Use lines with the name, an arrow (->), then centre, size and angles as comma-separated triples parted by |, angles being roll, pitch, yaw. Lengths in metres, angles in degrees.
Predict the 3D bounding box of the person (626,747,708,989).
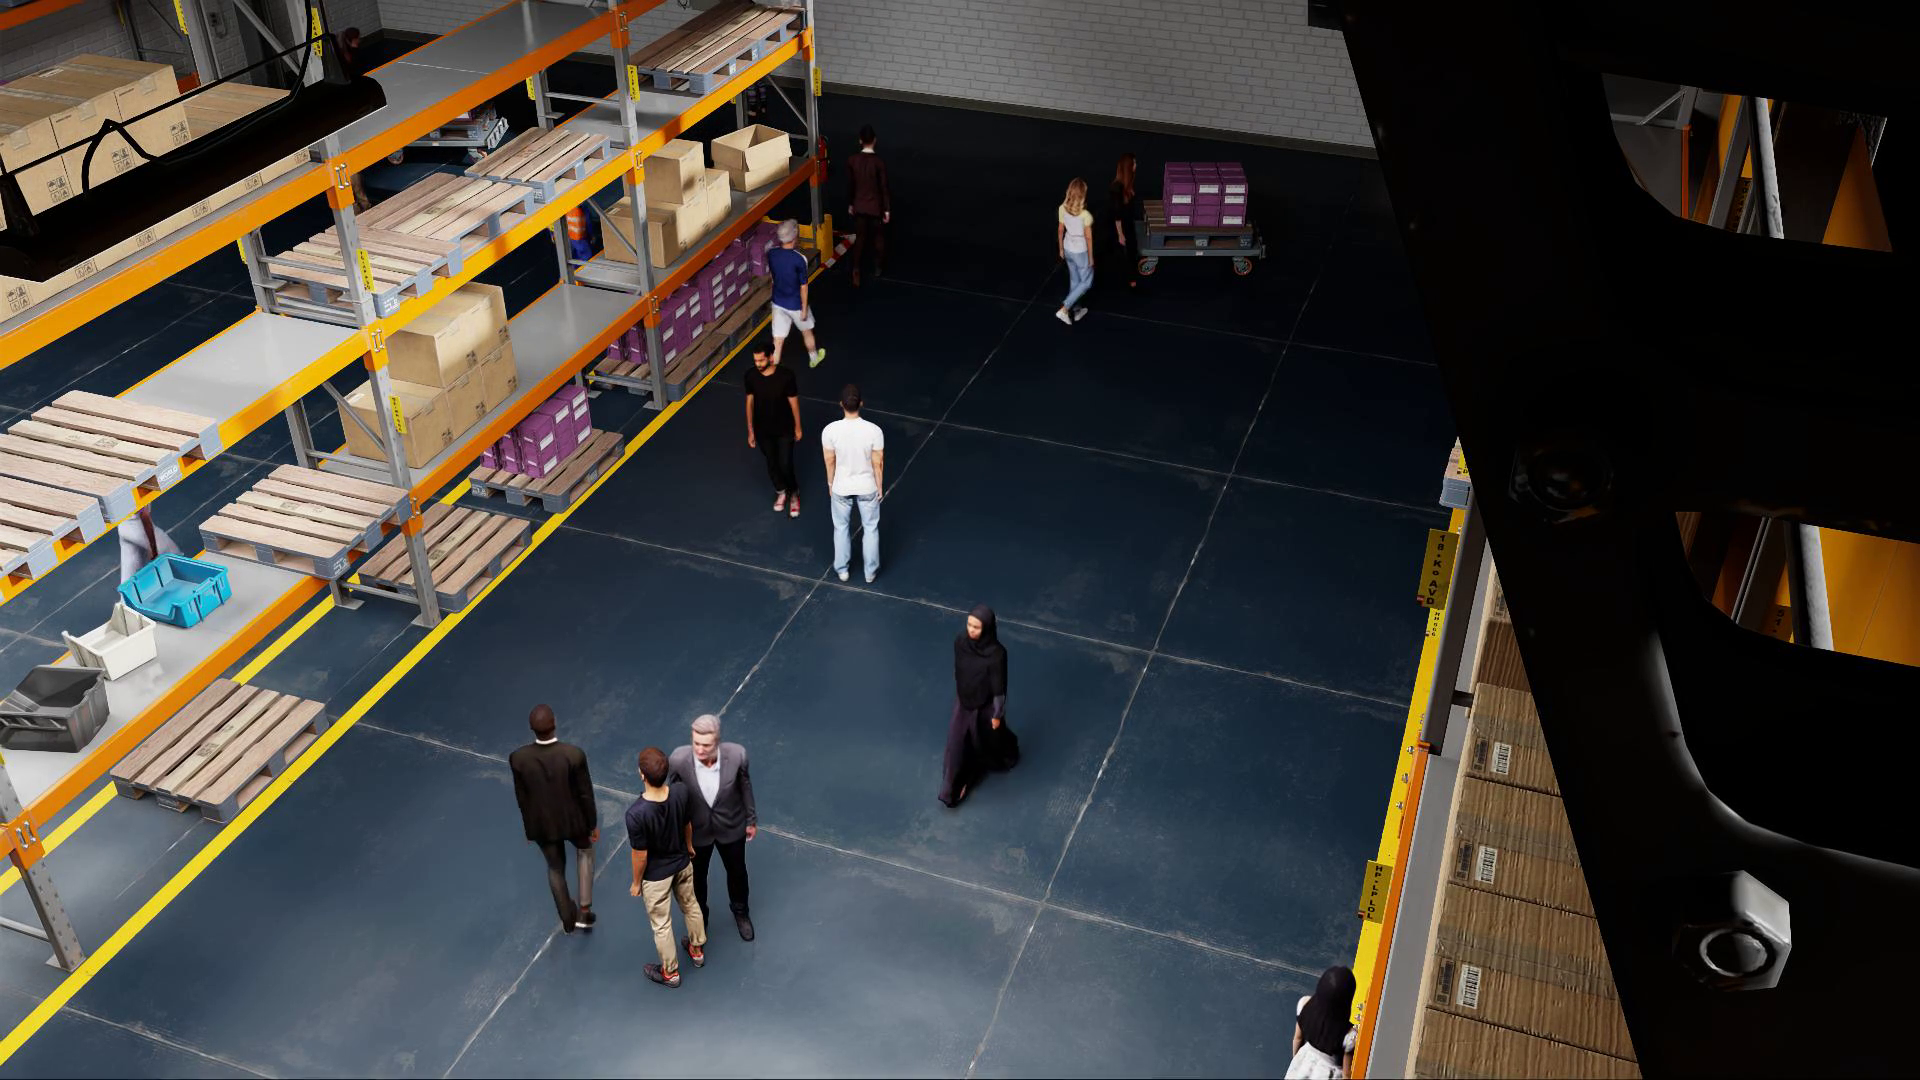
person -> -1.837, 2.036, 10.381 | 0.764, 1.859, 0.592 | 26, 41, 33

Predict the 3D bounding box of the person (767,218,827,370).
person -> -1.799, -2.376, 17.081 | 0.616, 1.789, 1.145 | 12, 35, 17

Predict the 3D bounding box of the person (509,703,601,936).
person -> -2.581, 1.876, 10.684 | 0.807, 1.789, 0.855 | -4, 34, -6

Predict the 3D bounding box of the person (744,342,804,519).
person -> -1.681, -1.060, 15.150 | 0.703, 1.734, 0.727 | 4, 34, 6

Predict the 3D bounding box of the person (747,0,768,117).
person -> -3.022, -7.045, 24.157 | 0.632, 1.732, 0.737 | -22, 40, -30

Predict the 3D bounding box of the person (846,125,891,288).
person -> -1.083, -3.822, 19.215 | 0.756, 1.836, 1.089 | 10, 35, 14

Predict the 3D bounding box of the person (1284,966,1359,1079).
person -> 1.953, 2.982, 9.038 | 0.799, 1.769, 0.775 | -25, 41, -32

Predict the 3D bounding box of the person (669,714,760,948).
person -> -1.586, 1.838, 10.699 | 0.813, 1.836, 0.814 | -7, 34, -10

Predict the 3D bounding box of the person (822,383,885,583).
person -> -0.897, -0.471, 14.150 | 0.739, 1.860, 0.683 | 0, 34, 1

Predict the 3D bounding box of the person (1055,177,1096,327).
person -> 1.261, -3.126, 18.280 | 0.860, 1.711, 0.993 | 27, 42, 35

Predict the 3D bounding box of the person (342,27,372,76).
person -> -8.459, -6.388, 23.334 | 0.596, 1.548, 0.677 | 16, 37, 23

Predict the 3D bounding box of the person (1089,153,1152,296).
person -> 1.734, -3.589, 19.004 | 0.803, 1.680, 1.113 | 18, 38, 25

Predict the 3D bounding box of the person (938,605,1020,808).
person -> 0.191, 1.118, 11.998 | 0.784, 1.598, 1.142 | 20, 39, 27
